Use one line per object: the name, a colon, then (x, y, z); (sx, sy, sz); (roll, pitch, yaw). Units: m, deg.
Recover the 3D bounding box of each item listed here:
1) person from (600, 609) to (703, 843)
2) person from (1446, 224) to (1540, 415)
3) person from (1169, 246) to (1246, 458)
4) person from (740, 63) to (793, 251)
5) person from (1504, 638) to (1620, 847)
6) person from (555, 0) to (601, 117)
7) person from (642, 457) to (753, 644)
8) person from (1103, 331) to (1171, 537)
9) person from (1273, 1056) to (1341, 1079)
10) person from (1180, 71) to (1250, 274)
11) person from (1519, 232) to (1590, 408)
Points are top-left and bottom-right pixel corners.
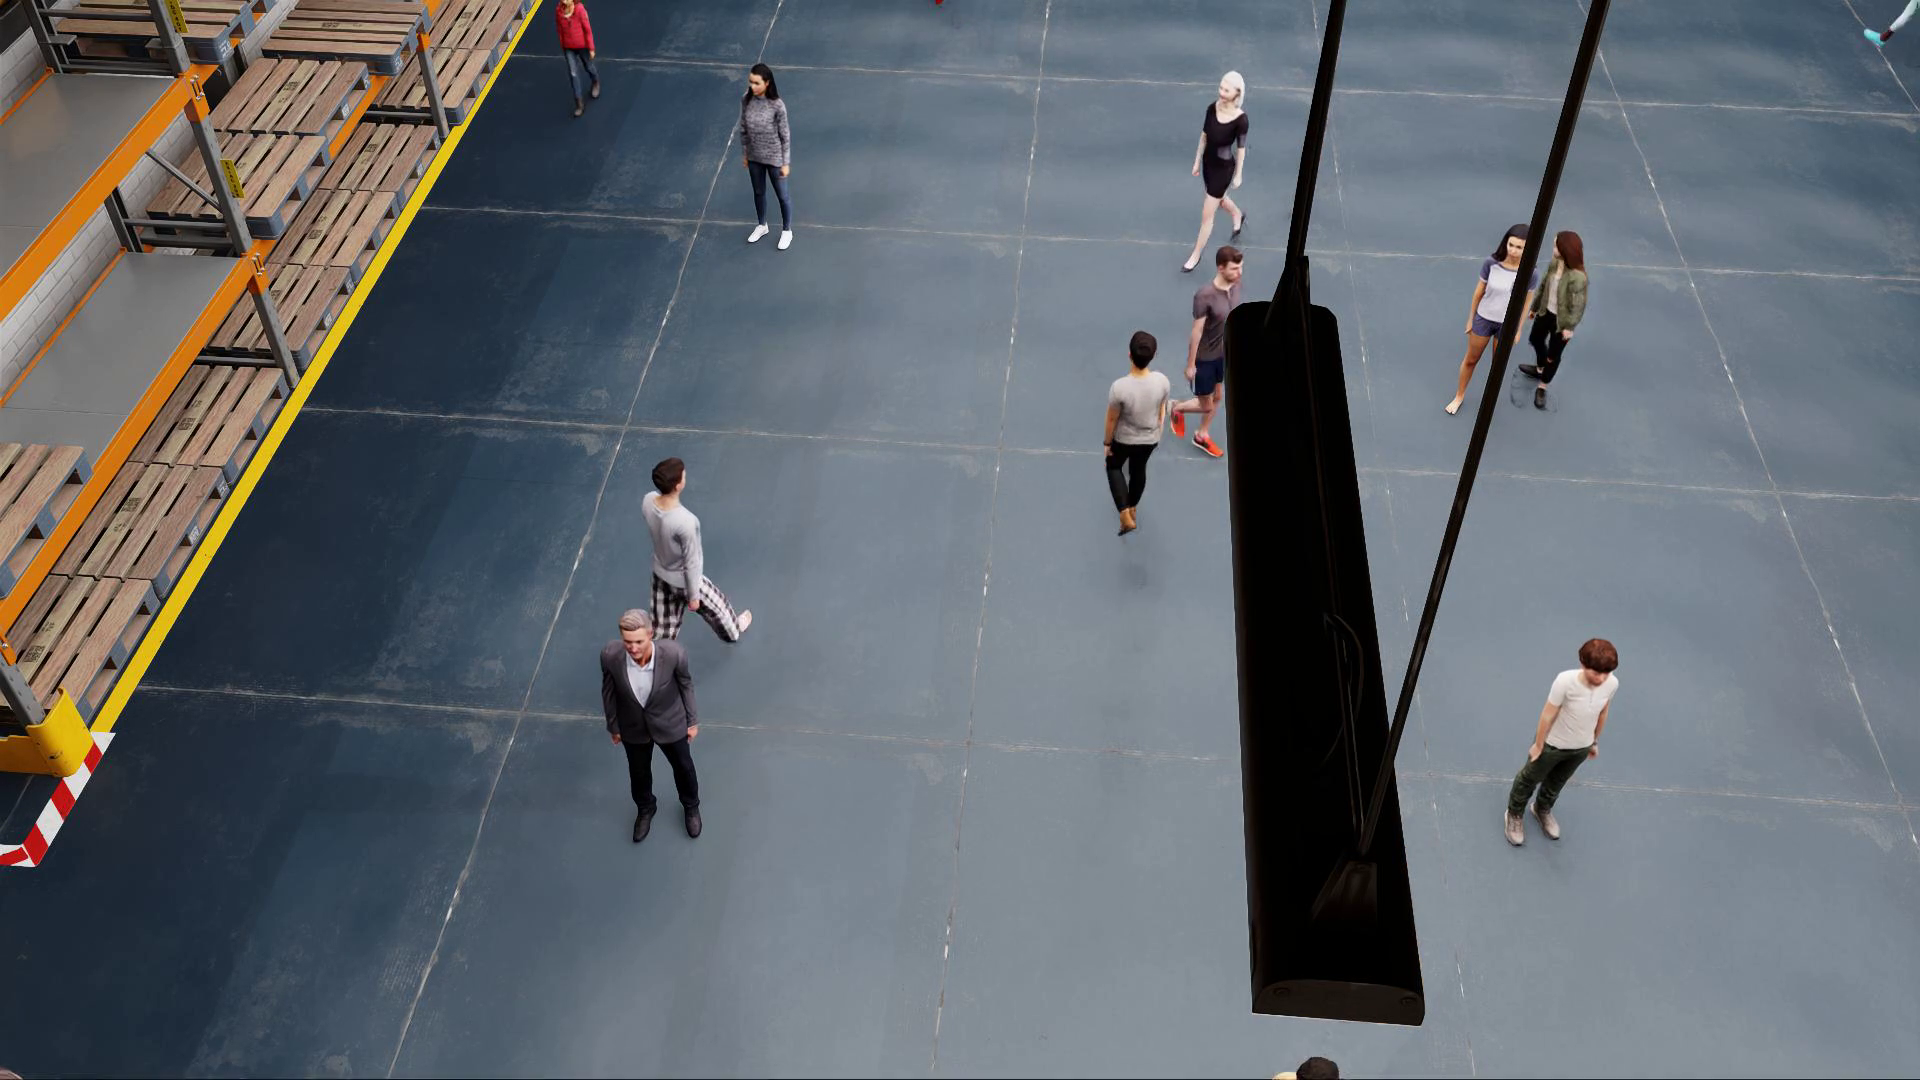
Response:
person: (-1.824, 1.080, 9.869); (0.745, 1.842, 0.659); (-3, 44, -3)
person: (4.147, -1.689, 12.854); (0.641, 1.734, 0.611); (16, 46, 16)
person: (1.834, -1.444, 12.518); (0.885, 1.841, 0.946); (-28, 50, -27)
person: (-1.696, -3.389, 14.640); (0.671, 1.732, 0.628); (16, 46, 17)
person: (3.596, 1.179, 9.901); (0.620, 1.654, 0.596); (-5, 44, -5)
person: (-3.792, -4.941, 16.588); (0.516, 1.291, 0.873); (4, 44, 4)
person: (-1.877, 0.282, 10.741); (1.081, 1.794, 1.253); (30, 51, 27)
person: (1.257, -0.689, 11.833); (0.733, 1.695, 0.889); (-7, 44, -8)
person: (1.672, 2.911, 8.094); (0.913, 1.640, 1.070); (26, 49, 25)
person: (2.298, -3.225, 14.421); (1.186, 1.796, 1.085); (-33, 52, -30)
person: (4.723, -1.721, 13.090); (0.784, 1.455, 0.625); (-26, 49, -25)
